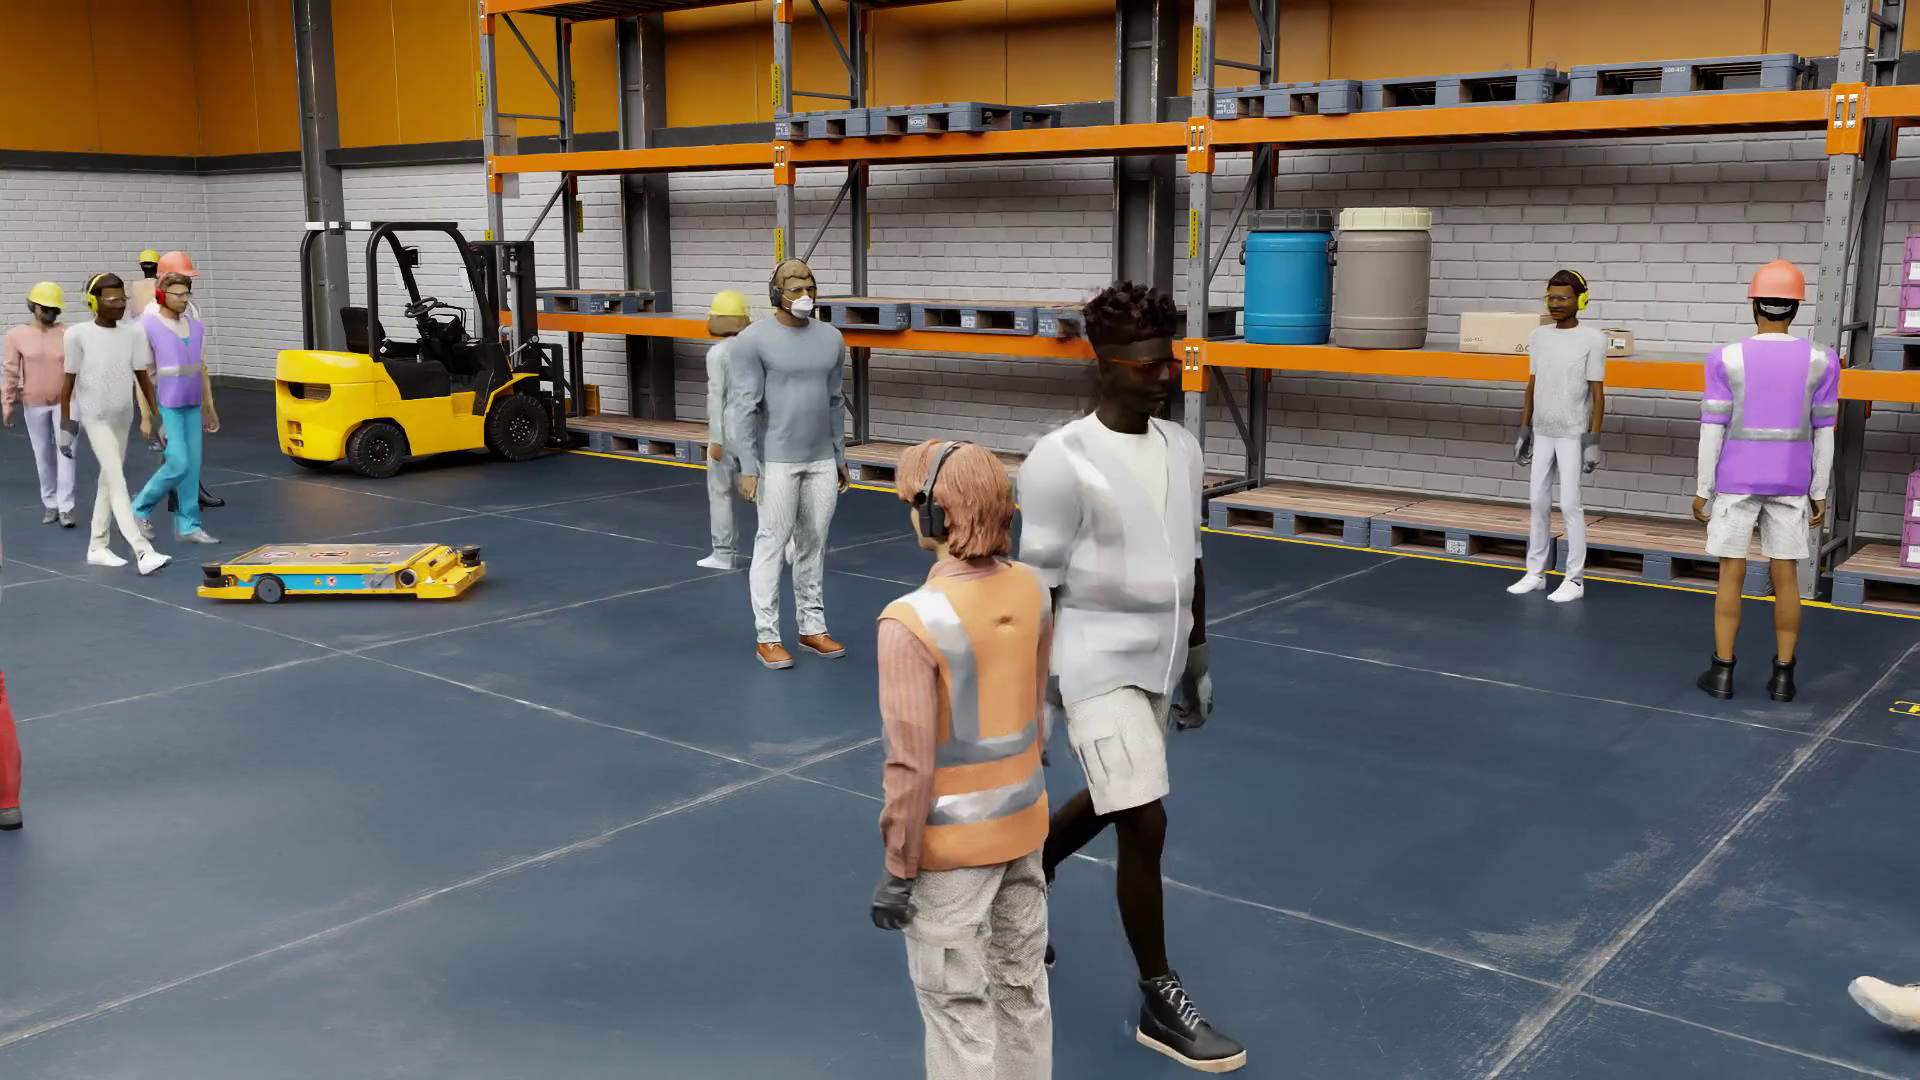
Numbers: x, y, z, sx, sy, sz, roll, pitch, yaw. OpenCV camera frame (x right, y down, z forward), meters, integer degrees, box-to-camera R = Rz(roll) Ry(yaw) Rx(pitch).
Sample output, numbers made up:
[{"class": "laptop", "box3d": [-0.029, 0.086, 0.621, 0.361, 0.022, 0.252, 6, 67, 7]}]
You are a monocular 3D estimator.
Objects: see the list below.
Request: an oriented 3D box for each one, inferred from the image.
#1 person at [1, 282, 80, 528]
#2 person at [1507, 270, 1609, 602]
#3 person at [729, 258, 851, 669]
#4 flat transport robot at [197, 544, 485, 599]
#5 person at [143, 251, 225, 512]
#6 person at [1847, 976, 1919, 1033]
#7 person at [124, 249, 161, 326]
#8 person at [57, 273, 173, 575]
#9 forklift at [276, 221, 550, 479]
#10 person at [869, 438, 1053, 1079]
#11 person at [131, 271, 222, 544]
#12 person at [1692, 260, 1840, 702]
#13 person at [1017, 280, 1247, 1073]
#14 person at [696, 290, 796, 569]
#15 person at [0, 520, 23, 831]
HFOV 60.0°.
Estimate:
[{"class": "person", "box3d": [-6.404, -0.937, 11.684, 0.577, 1.718, 0.798, -4, 11, -23]}, {"class": "person", "box3d": [3.371, -0.580, 9.366, 0.320, 1.857, 0.519, -6, 12, -32]}, {"class": "person", "box3d": [-0.790, -0.367, 7.945, 0.635, 1.938, 0.359, -9, 14, -40]}, {"class": "flat transport robot", "box3d": [-3.537, 0.173, 9.574, 1.431, 0.197, 0.652, 0, 10, -1]}, {"class": "person", "box3d": [-5.794, -1.175, 12.427, 0.361, 1.938, 0.545, 2, 10, 9]}, {"class": "person", "box3d": [2.602, 0.336, 3.841, 0.924, 2.009, 0.636, 4, 11, 20]}, {"class": "person", "box3d": [-8.680, -2.168, 17.974, 0.585, 1.922, 0.372, -2, 10, -12]}, {"class": "person", "box3d": [-5.089, -0.695, 10.097, 0.971, 1.813, 0.543, 5, 11, 25]}, {"class": "forklift", "box3d": [-4.922, -1.741, 14.854, 1.214, 2.155, 2.313, 8, 13, 38]}, {"class": "person", "box3d": [0.011, 0.613, 3.340, 0.315, 1.640, 0.514, 7, 13, 35]}, {"class": "person", "box3d": [-5.231, -0.860, 11.013, 0.487, 1.824, 0.564, 2, 11, 13]}, {"class": "person", "box3d": [3.525, -0.255, 7.329, 0.551, 1.935, 0.375, 3, 11, 14]}, {"class": "person", "box3d": [0.366, 0.299, 4.289, 0.610, 1.934, 0.943, -10, 14, -43]}, {"class": "person", "box3d": [-1.309, -0.655, 10.157, 0.638, 1.726, 0.488, 6, 12, 31]}, {"class": "person", "box3d": [-3.435, 0.159, 5.519, 0.326, 1.765, 0.529, 5, 11, 25]}]
